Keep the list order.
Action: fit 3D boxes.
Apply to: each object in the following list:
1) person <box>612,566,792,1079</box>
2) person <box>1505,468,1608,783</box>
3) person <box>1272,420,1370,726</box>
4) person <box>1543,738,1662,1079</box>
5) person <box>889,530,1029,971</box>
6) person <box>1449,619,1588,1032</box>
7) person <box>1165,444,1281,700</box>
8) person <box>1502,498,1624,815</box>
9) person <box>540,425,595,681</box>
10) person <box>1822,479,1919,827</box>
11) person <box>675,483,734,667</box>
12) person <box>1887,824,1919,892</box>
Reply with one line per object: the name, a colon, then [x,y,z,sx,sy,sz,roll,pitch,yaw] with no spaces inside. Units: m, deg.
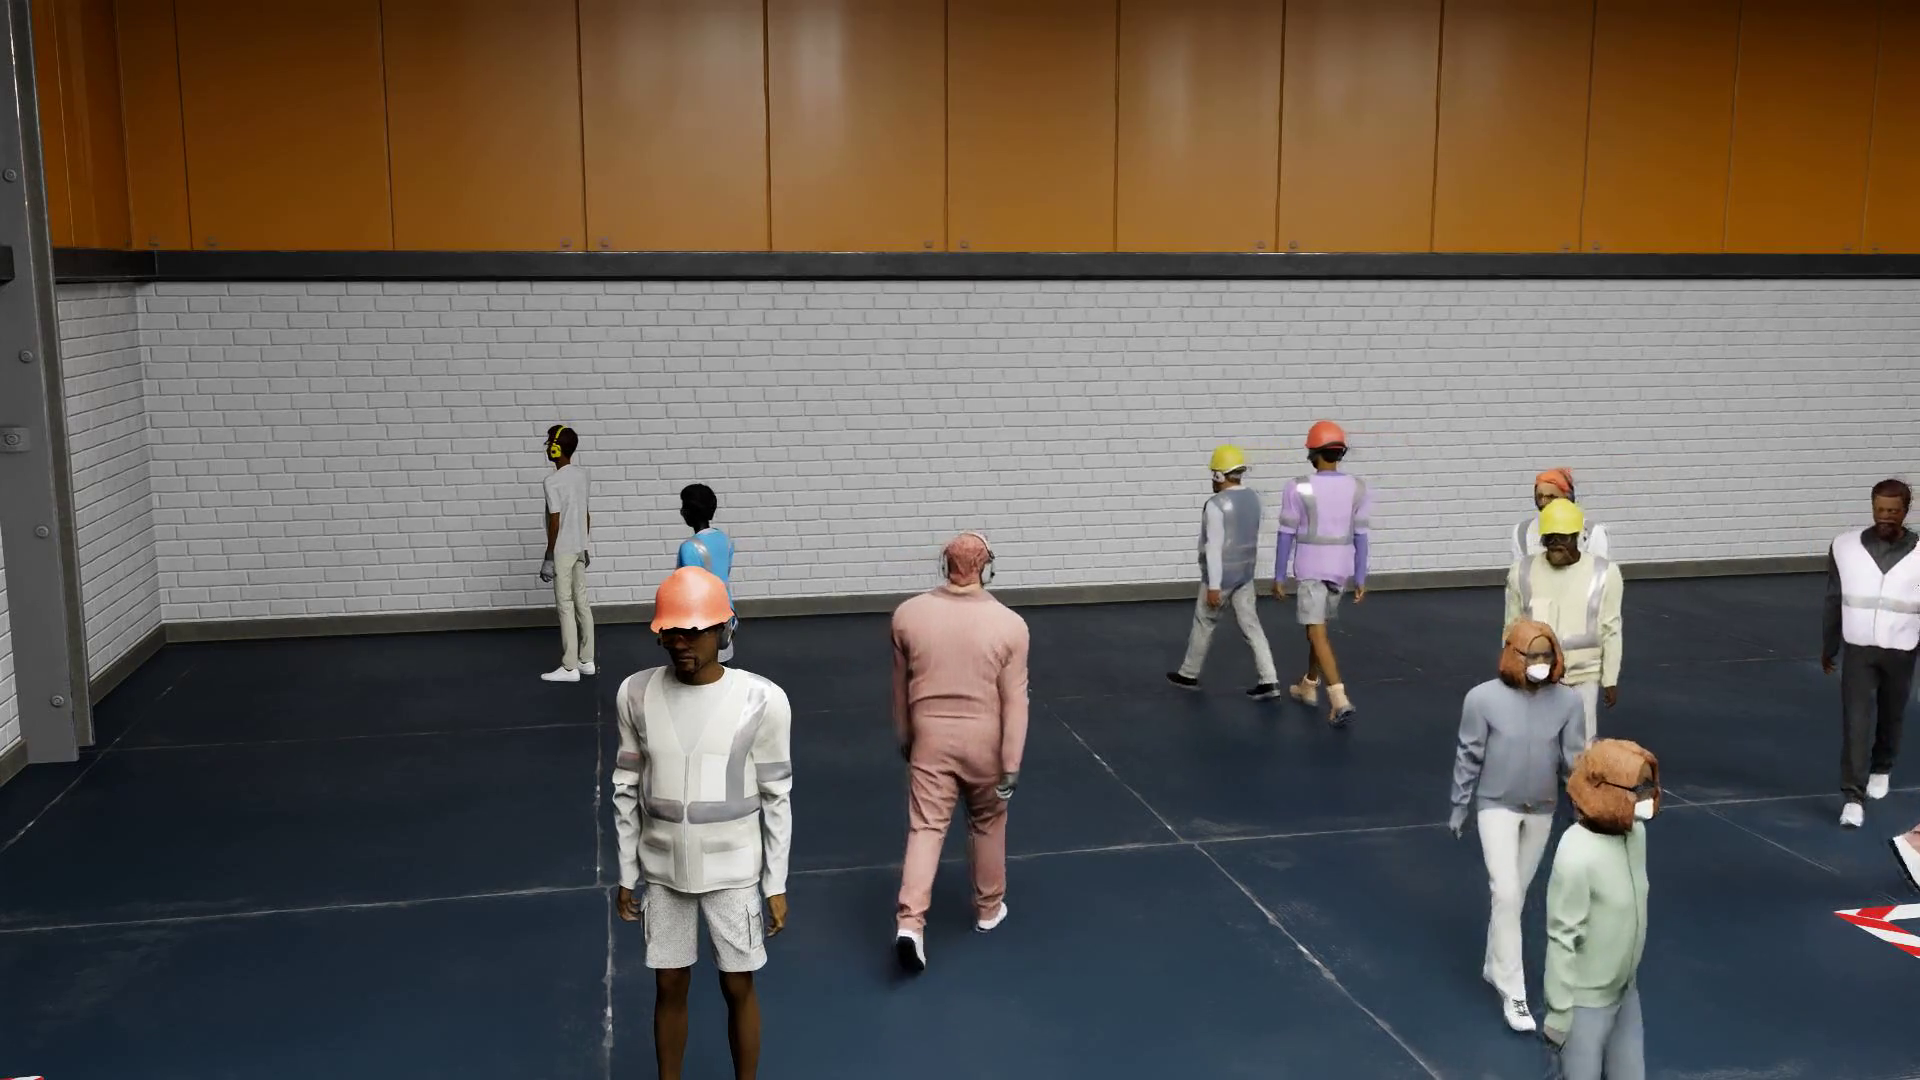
person: [-0.858,1.093,5.508,0.605,2.045,0.377,1,9,7]
person: [3.395,0.518,9.525,0.417,1.870,0.619,-8,12,-41]
person: [2.433,0.205,11.069,0.622,2.008,1.003,-3,10,-15]
person: [1.892,1.374,5.109,0.506,1.616,0.631,-9,13,-44]
person: [-0.018,0.897,7.236,0.637,1.874,0.913,2,10,12]
person: [2.274,1.123,6.620,0.527,1.600,0.740,-1,9,-7]
person: [1.890,0.223,11.608,0.610,1.786,0.944,-8,12,-41]
person: [3.177,0.666,8.802,0.607,1.812,0.518,5,11,28]
person: [-2.873,0.094,12.109,0.328,1.877,0.513,3,10,20]
person: [5.071,0.587,9.156,0.594,1.872,1.014,6,11,31]
person: [-1.563,0.497,10.191,0.317,1.696,0.540,3,10,17]
person: [4.742,0.790,7.820,0.551,1.886,0.662,1,9,8]
